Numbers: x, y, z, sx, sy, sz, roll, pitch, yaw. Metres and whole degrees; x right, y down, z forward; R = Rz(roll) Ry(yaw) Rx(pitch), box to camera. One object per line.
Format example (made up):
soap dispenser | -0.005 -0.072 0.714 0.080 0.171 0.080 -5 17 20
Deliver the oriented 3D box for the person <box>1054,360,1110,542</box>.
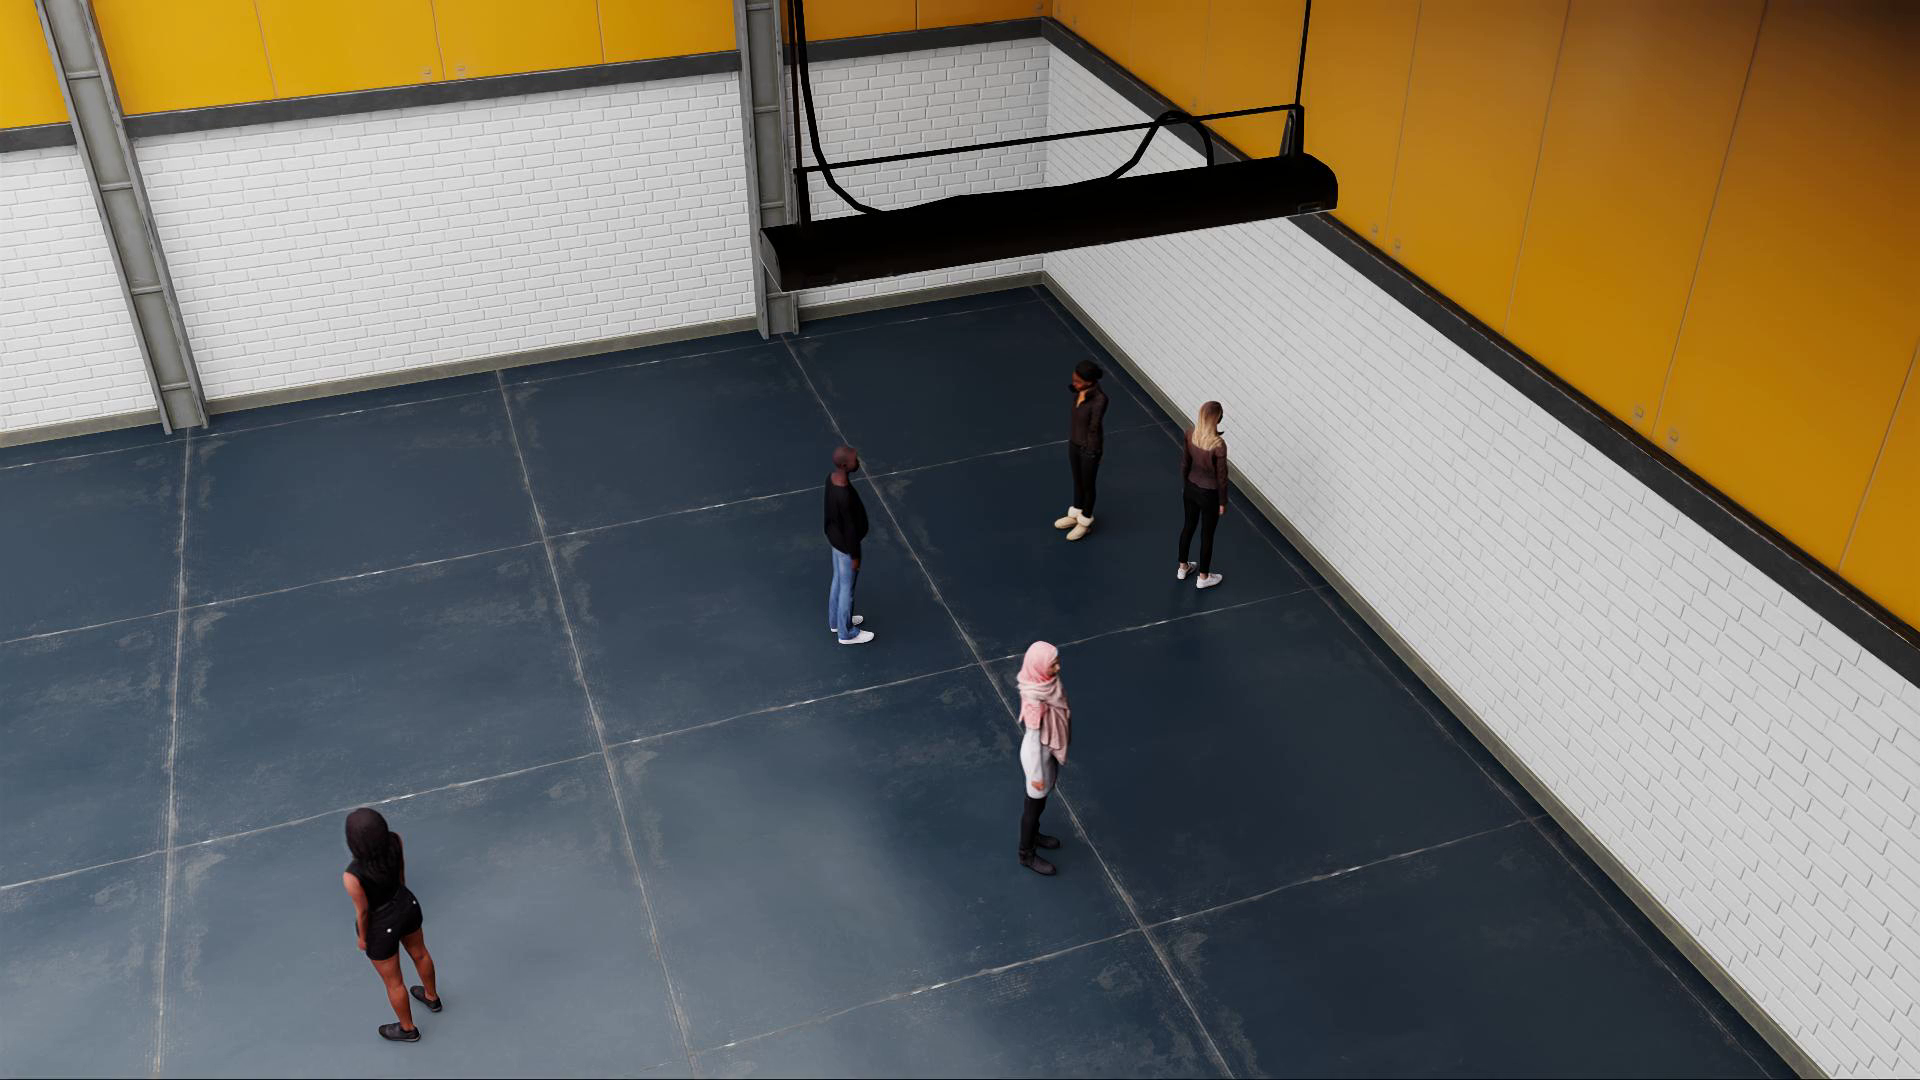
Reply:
person | 1.104 -0.817 14.403 0.674 1.659 0.613 -16 37 -22

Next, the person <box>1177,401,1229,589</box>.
person | 1.999 -0.382 13.709 0.632 1.704 0.669 -26 42 -34

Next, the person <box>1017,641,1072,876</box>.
person | 0.526 1.407 10.927 0.755 1.803 0.736 6 34 9

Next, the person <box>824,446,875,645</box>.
person | -0.908 0.025 13.057 0.528 1.748 0.594 -13 36 -18

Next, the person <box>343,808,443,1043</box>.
person | -3.344 2.232 9.742 0.720 1.741 0.674 12 35 17
